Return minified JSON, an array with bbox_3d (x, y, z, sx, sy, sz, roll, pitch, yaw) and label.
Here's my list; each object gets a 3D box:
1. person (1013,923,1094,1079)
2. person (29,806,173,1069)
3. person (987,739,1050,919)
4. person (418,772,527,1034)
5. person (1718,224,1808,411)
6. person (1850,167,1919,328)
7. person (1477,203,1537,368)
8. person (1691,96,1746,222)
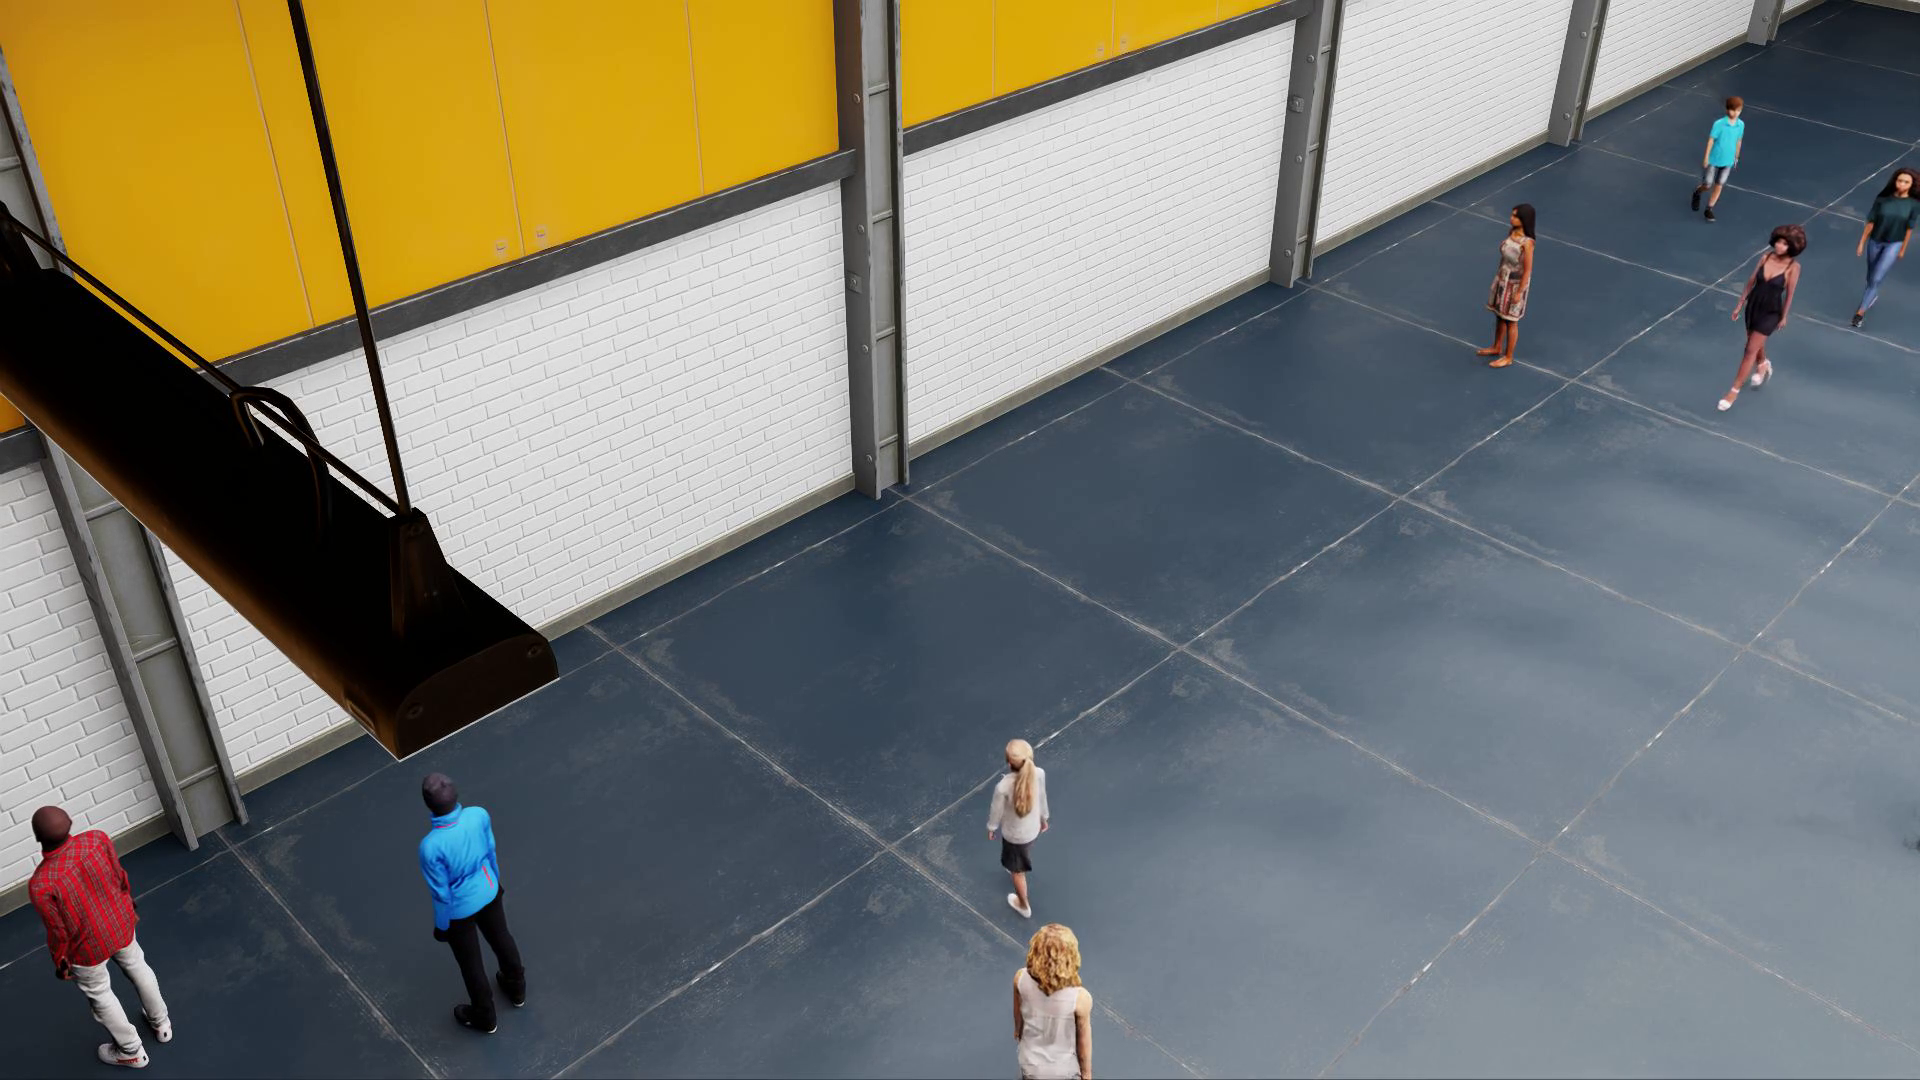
[{"bbox_3d":[0.416,2.617,8.286,0.733,1.656,0.752,16,37,22],"label":"person"},{"bbox_3d":[-4.626,2.101,8.915,0.787,1.819,0.626,16,37,23],"label":"person"},{"bbox_3d":[0.392,1.747,9.953,0.670,1.260,0.670,-19,38,-26],"label":"person"},{"bbox_3d":[-2.687,1.981,9.116,0.714,1.797,0.532,20,39,27],"label":"person"},{"bbox_3d":[7.410,-2.079,15.269,1.151,1.746,0.725,-19,38,-26],"label":"person"},{"bbox_3d":[9.353,-3.000,16.813,0.691,1.572,1.137,23,40,30],"label":"person"},{"bbox_3d":[5.290,-2.452,15.923,0.732,1.644,0.725,-6,34,-9],"label":"person"},{"bbox_3d":[8.684,-4.392,19.028,0.697,1.438,0.757,1,34,1],"label":"person"}]
